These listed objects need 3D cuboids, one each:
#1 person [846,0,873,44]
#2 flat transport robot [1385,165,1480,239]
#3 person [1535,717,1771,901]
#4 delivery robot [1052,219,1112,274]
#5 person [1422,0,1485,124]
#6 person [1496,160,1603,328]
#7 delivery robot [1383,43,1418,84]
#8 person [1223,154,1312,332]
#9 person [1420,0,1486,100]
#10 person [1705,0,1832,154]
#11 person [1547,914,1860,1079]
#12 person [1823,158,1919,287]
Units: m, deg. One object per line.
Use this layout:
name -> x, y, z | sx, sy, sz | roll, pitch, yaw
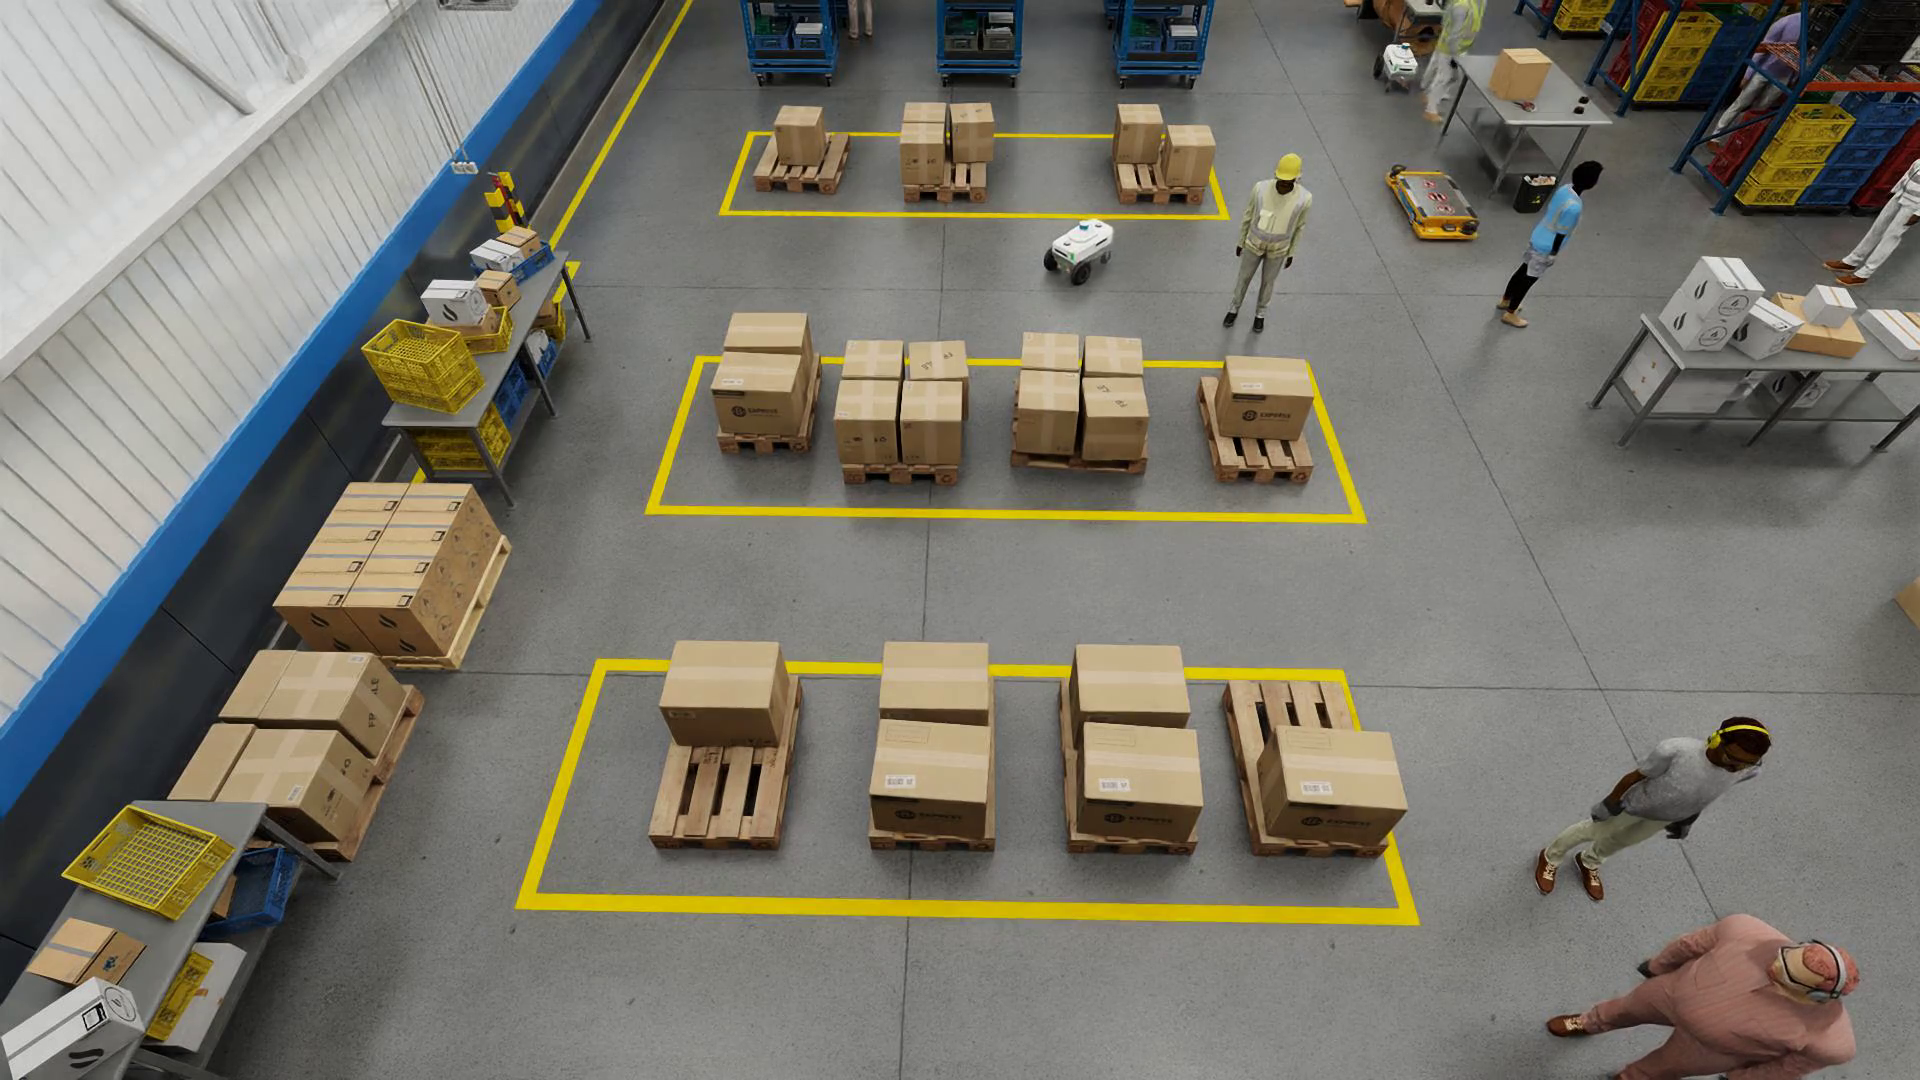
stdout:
person -> -1.556, -8.628, 13.865 | 0.633, 1.979, 0.412 | -27, 54, -22
flat transport robot -> 5.692, -4.094, 11.059 | 0.652, 0.197, 1.431 | 1, 49, 1
person -> 3.875, 1.526, 5.145 | 0.514, 1.872, 0.328 | 7, 50, 6
delivery robot -> 1.350, -3.275, 10.098 | 0.707, 0.478, 0.477 | -36, 57, -26
person -> 6.553, -6.511, 12.129 | 0.443, 1.836, 0.662 | 36, 58, 27
person -> 5.854, -2.946, 9.127 | 0.321, 1.697, 0.530 | 12, 50, 10
delivery robot -> 6.371, -6.919, 13.258 | 0.477, 0.478, 0.707 | 5, 49, 4
person -> 3.013, -2.893, 8.994 | 0.590, 1.833, 0.403 | 15, 51, 13
person -> 6.863, -7.011, 12.693 | 0.331, 1.632, 0.560 | -23, 53, -18
person -> 10.125, -5.801, 11.447 | 0.632, 1.932, 0.368 | 8, 50, 7
person -> 3.577, 2.322, 4.434 | 0.399, 1.905, 0.642 | -12, 50, -10
person -> 9.872, -3.540, 9.519 | 0.343, 1.882, 0.585 | 8, 50, 7
